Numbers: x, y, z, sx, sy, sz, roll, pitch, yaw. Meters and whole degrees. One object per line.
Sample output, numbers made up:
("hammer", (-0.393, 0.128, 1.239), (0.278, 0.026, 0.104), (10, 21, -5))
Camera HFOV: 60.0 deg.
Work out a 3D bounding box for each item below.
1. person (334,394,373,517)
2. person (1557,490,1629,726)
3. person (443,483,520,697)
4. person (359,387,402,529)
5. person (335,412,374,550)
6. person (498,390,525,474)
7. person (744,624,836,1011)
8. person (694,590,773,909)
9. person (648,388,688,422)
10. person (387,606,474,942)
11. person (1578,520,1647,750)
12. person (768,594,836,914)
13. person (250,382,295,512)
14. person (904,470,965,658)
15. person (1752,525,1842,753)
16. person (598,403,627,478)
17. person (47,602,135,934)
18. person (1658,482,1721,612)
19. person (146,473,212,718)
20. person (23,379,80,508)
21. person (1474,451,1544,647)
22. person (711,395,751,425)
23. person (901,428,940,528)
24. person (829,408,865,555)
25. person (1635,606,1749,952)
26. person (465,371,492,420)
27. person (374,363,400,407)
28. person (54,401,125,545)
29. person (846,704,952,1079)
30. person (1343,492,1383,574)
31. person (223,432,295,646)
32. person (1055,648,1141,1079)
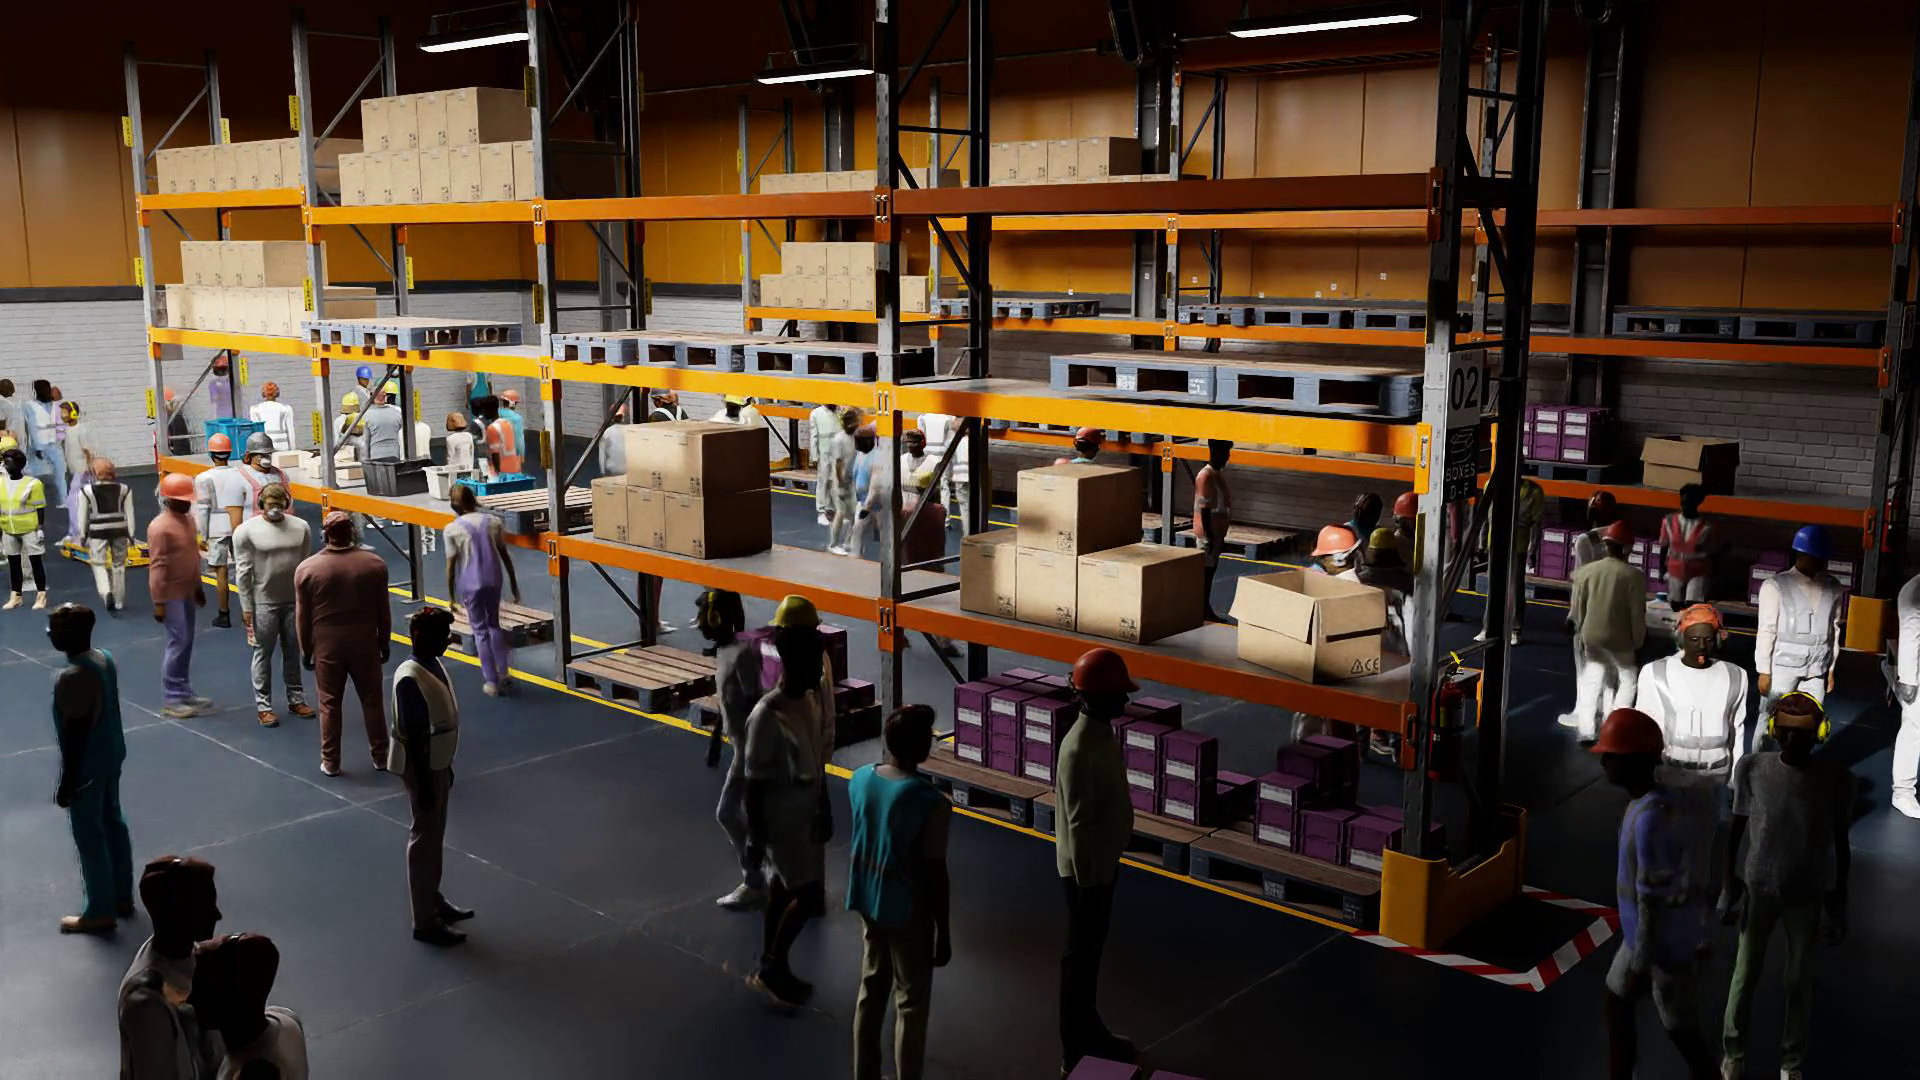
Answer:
("person", (-8.422, -1.163, 23.110), (0.487, 1.744, 0.294), (2, 10, 11))
("person", (4.987, 0.549, 13.070), (0.624, 1.885, 0.352), (-6, 12, -29))
("person", (-4.020, 0.421, 13.968), (0.602, 1.805, 0.479), (-8, 13, -38))
("person", (-7.753, -1.100, 22.293), (0.407, 1.908, 0.642), (10, 14, 44))
("person", (-7.518, -0.724, 20.674), (0.492, 1.729, 0.326), (5, 11, 28))
("person", (-6.433, -1.283, 23.801), (0.575, 1.739, 0.350), (6, 11, 29))
("person", (-0.843, 1.366, 8.261), (0.513, 1.941, 0.612), (3, 10, 15))
("person", (-1.236, 1.191, 9.568), (0.543, 1.820, 0.554), (-3, 10, -15))
("person", (-3.865, -1.064, 21.710), (0.535, 2.000, 0.680), (7, 12, 34))
("person", (-2.916, 1.266, 9.105), (0.390, 1.838, 0.563), (-1, 10, -7))
("person", (4.873, 0.723, 12.429), (0.516, 1.738, 0.607), (-6, 12, -32))
("person", (-0.906, 1.210, 9.439), (0.404, 1.830, 0.601), (0, 10, -2))
("person", (-9.680, -1.288, 23.458), (0.571, 1.877, 0.346), (-3, 10, -14))
("person", (-0.327, 0.200, 15.458), (0.534, 1.725, 0.892), (-8, 13, -40))
("person", (5.619, 0.852, 11.168), (0.610, 1.939, 0.416), (-2, 10, -12))
("person", (-4.510, -0.959, 22.071), (0.581, 1.708, 0.909), (-4, 11, -23))
("person", (-4.812, 1.246, 9.213), (0.348, 1.841, 0.546), (0, 10, -3))
("person", (6.690, 0.273, 15.198), (0.545, 1.666, 0.771), (9, 14, 42))
("person", (-6.293, 0.431, 13.437), (0.417, 1.980, 0.685), (0, 10, 0))
("person", (-13.231, -1.380, 23.936), (0.859, 1.890, 0.592), (2, 10, 12))
("person", (5.193, 0.050, 15.760), (0.584, 1.917, 0.384), (8, 13, 38))
("person", (-2.962, -0.990, 21.687), (0.628, 1.907, 0.583), (-4, 11, -20))
("person", (-0.435, -0.298, 17.966), (0.560, 1.837, 0.386), (7, 12, 33))
("person", (-1.414, -0.701, 20.244), (0.551, 1.828, 0.534), (6, 12, 31))
("person", (3.894, 1.278, 8.908), (0.587, 1.882, 0.341), (1, 10, 5))
("person", (-8.942, -2.597, 30.925), (0.514, 1.845, 0.339), (-8, 13, -40))
("person", (-9.292, -2.020, 27.404), (0.628, 1.940, 0.373), (-7, 12, -33))
("person", (-11.194, -0.876, 21.271), (0.545, 1.837, 0.850), (9, 13, 41))
("person", (-0.269, 1.613, 7.162), (0.562, 1.835, 0.394), (9, 14, 42))
("person", (3.206, 0.529, 13.278), (0.620, 1.840, 0.430), (-8, 13, -37))
("person", (-6.557, -0.017, 15.788), (0.538, 2.000, 0.684), (5, 11, 27))
("person", (0.617, 1.463, 7.552), (0.382, 1.995, 0.612), (2, 10, 13))
